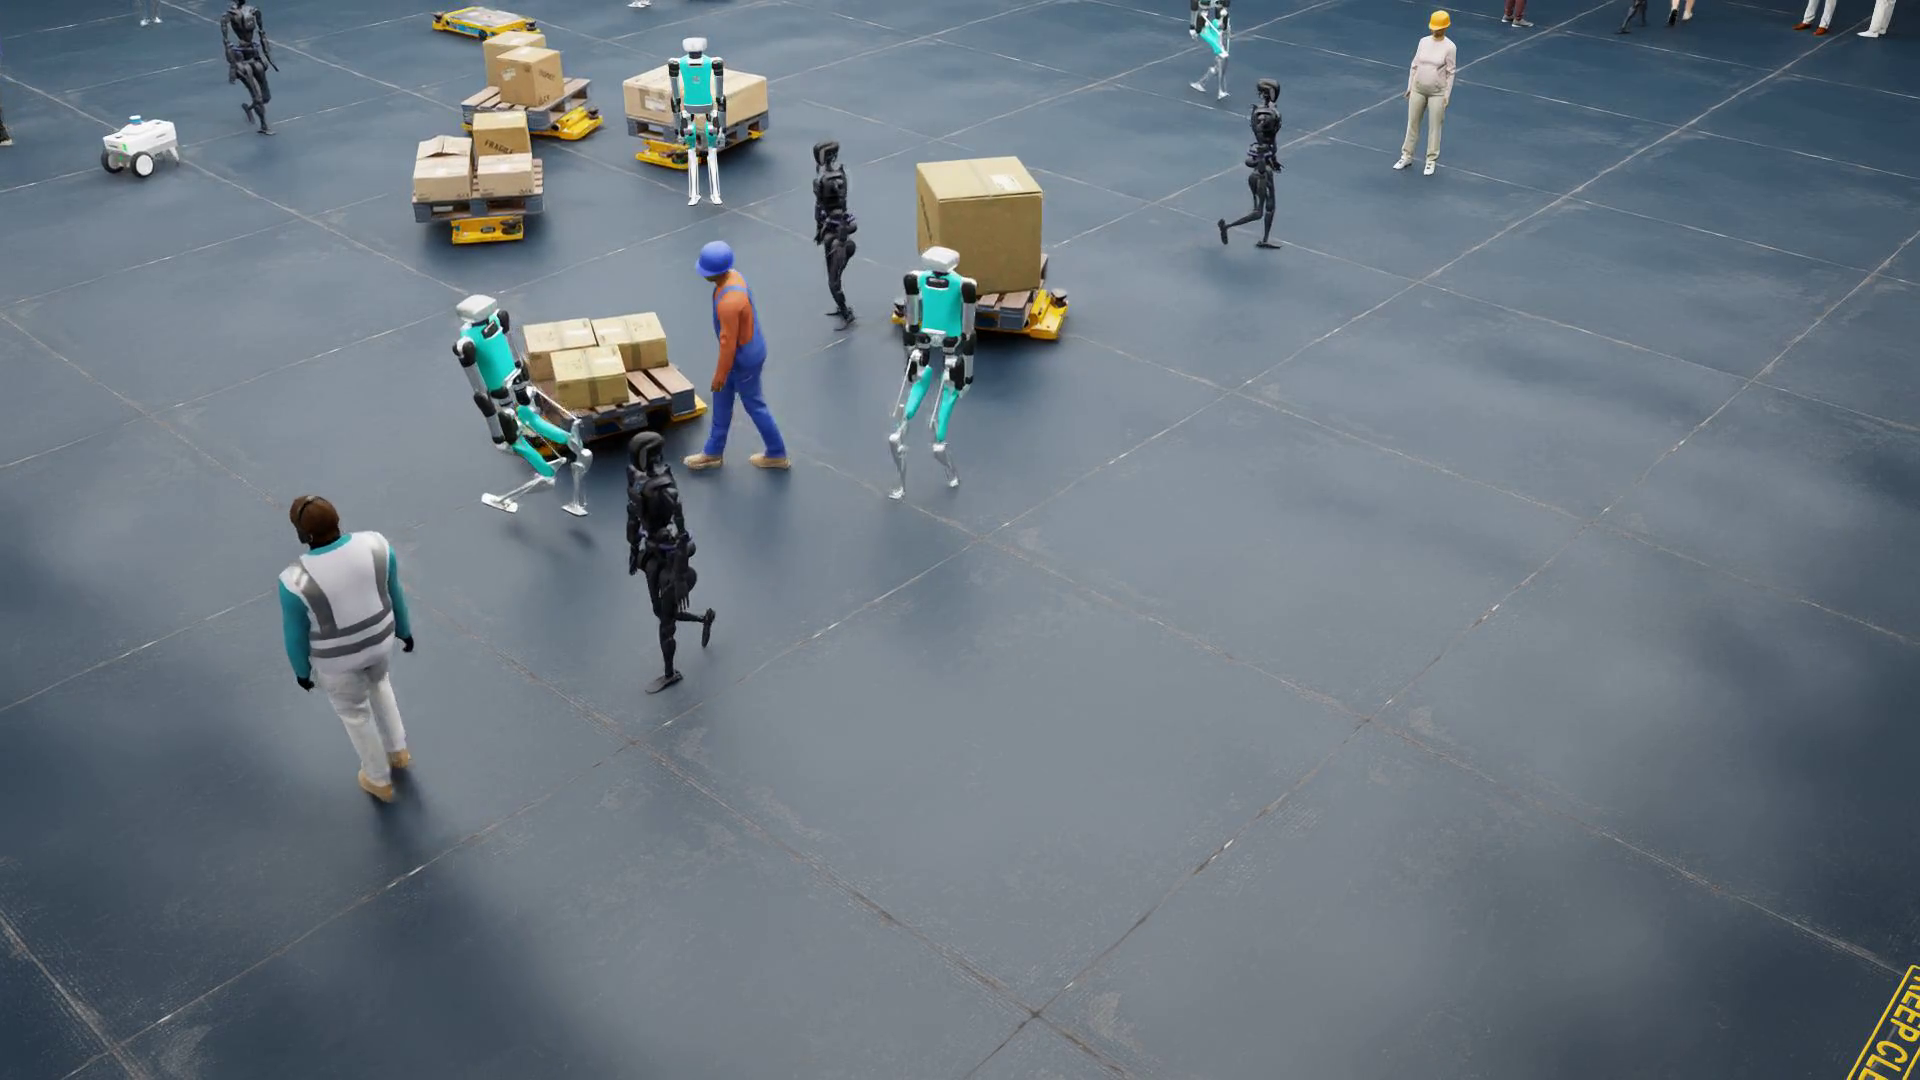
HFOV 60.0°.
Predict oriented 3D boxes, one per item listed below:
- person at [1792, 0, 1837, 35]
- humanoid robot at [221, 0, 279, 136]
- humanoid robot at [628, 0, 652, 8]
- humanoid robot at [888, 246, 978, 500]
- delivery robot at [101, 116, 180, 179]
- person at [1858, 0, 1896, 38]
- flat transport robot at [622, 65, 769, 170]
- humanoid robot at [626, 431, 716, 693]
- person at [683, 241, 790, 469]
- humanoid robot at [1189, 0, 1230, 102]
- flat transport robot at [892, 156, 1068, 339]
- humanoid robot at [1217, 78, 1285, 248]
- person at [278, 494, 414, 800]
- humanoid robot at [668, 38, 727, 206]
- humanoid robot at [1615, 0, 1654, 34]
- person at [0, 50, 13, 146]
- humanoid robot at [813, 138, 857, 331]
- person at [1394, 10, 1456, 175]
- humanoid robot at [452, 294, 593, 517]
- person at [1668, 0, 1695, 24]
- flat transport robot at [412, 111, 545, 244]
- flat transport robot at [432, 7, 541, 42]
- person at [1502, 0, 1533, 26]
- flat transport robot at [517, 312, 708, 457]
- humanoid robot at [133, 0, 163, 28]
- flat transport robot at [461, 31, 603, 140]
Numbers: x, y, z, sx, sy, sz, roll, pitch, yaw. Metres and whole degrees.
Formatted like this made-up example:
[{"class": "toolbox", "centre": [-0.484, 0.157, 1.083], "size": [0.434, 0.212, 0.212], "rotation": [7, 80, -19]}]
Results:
[{"class": "person", "centre": [11.485, -7.620, 21.947], "size": [0.361, 1.827, 0.515], "rotation": [-17, 36, -25]}, {"class": "humanoid robot", "centre": [-7.940, -5.339, 18.428], "size": [0.564, 1.630, 0.616], "rotation": [16, 35, 24]}, {"class": "humanoid robot", "centre": [-4.435, -8.207, 22.900], "size": [0.724, 1.711, 0.530], "rotation": [13, 34, 20]}, {"class": "humanoid robot", "centre": [-0.227, -1.058, 11.506], "size": [0.531, 1.799, 0.809], "rotation": [11, 33, 17]}, {"class": "delivery robot", "centre": [-8.667, -4.184, 17.612], "size": [0.524, 0.587, 0.747], "rotation": [14, 34, 21]}, {"class": "person", "centre": [12.228, -7.442, 21.836], "size": [0.513, 1.641, 0.306], "rotation": [-23, 39, -32]}, {"class": "flat transport robot", "centre": [-2.835, -4.380, 18.207], "size": [0.659, 0.231, 1.431], "rotation": [18, 36, 26]}, {"class": "humanoid robot", "centre": [-1.673, 0.084, 9.704], "size": [0.637, 1.640, 0.584], "rotation": [-27, 41, -37]}, {"class": "person", "centre": [-1.641, -1.288, 11.728], "size": [0.843, 1.849, 0.595], "rotation": [-6, 32, -10]}, {"class": "humanoid robot", "centre": [3.056, -5.983, 19.436], "size": [0.531, 1.780, 1.018], "rotation": [-14, 35, -22]}, {"class": "flat transport robot", "centre": [0.176, -2.004, 14.382], "size": [1.431, 0.231, 0.659], "rotation": [7, 33, 11]}, {"class": "humanoid robot", "centre": [2.767, -3.501, 15.474], "size": [0.596, 1.639, 0.594], "rotation": [11, 33, 17]}, {"class": "person", "centre": [-3.224, 0.564, 8.769], "size": [0.495, 1.824, 0.649], "rotation": [26, 40, 35]}, {"class": "humanoid robot", "centre": [-2.541, -4.141, 16.304], "size": [0.533, 1.677, 0.735], "rotation": [-3, 32, -5]}, {"class": "humanoid robot", "centre": [9.129, -7.556, 22.020], "size": [0.747, 1.619, 0.590], "rotation": [-11, 34, -18]}, {"class": "person", "centre": [-10.810, -5.342, 18.197], "size": [0.870, 1.908, 0.692], "rotation": [14, 35, 22]}, {"class": "humanoid robot", "centre": [-1.058, -2.578, 13.978], "size": [0.322, 1.647, 0.590], "rotation": [-16, 35, -24]}, {"class": "person", "centre": [4.885, -4.659, 17.307], "size": [0.474, 1.691, 0.326], "rotation": [21, 38, 30]}, {"class": "humanoid robot", "centre": [-2.818, -0.780, 11.036], "size": [1.047, 1.714, 0.588], "rotation": [9, 33, 15]}, {"class": "person", "centre": [9.877, -7.886, 22.361], "size": [0.521, 1.846, 0.779], "rotation": [13, 34, 20]}, {"class": "flat transport robot", "centre": [-4.701, -3.268, 16.417], "size": [0.659, 0.231, 1.431], "rotation": [-6, 32, -10]}, {"class": "flat transport robot", "centre": [-6.351, -6.895, 22.257], "size": [1.431, 0.231, 0.659], "rotation": [21, 38, 30]}, {"class": "person", "centre": [7.624, -7.832, 22.311], "size": [0.380, 1.806, 0.548], "rotation": [-8, 33, -13]}, {"class": "flat transport robot", "centre": [-2.732, -1.002, 12.767], "size": [1.431, 0.231, 0.659], "rotation": [-18, 36, -27]}, {"class": "humanoid robot", "centre": [-11.083, -7.772, 22.263], "size": [0.536, 1.748, 0.790], "rotation": [-23, 39, -33]}, {"class": "flat transport robot", "centre": [-4.842, -4.773, 18.839], "size": [1.431, 0.231, 0.659], "rotation": [8, 33, 13]}]
